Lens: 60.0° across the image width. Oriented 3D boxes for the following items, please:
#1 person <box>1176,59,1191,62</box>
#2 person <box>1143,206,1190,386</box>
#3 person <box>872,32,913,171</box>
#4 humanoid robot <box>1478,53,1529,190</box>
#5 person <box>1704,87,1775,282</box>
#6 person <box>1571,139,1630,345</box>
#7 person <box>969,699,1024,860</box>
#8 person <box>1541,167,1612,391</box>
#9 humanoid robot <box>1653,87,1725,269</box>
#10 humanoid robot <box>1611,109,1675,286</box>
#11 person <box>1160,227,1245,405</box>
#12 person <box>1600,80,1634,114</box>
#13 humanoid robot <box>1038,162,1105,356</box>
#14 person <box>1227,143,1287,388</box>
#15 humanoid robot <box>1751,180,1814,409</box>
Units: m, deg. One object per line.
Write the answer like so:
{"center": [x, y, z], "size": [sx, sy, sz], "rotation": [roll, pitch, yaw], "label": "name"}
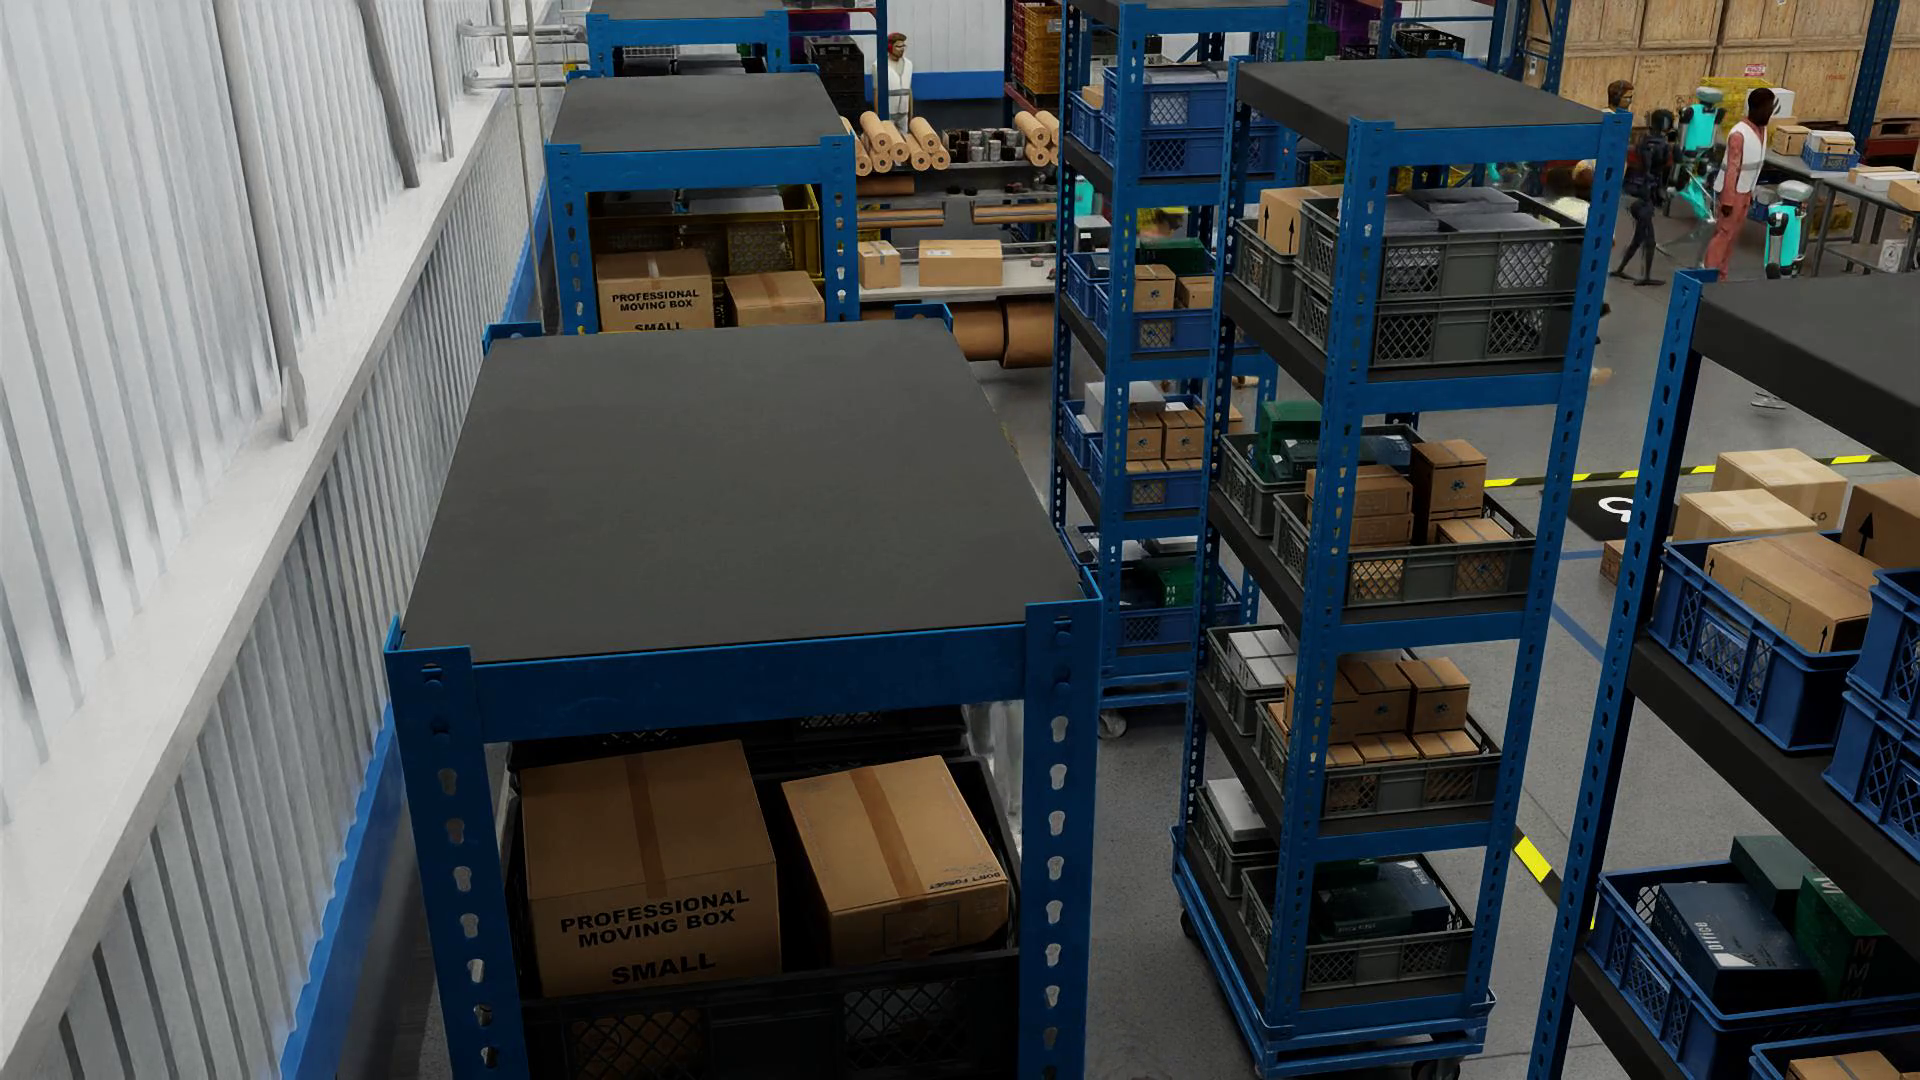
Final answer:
{"center": [2.275, -4.357, 18.048], "size": [0.569, 1.693, 0.692], "rotation": [12, 27, 24], "label": "person"}
{"center": [1.536, -1.722, 12.287], "size": [0.874, 1.722, 0.544], "rotation": [-9, 26, -20], "label": "person"}
{"center": [-0.764, -4.834, 18.935], "size": [0.564, 1.836, 0.387], "rotation": [-20, 31, -37], "label": "person"}
{"center": [5.846, -4.313, 17.921], "size": [0.540, 1.718, 0.978], "rotation": [-16, 29, -31], "label": "humanoid robot"}
{"center": [7.099, -3.168, 15.215], "size": [0.372, 1.914, 0.596], "rotation": [21, 32, 38], "label": "person"}
{"center": [5.287, -2.560, 13.867], "size": [0.545, 1.938, 0.373], "rotation": [-13, 28, -26], "label": "person"}
{"center": [0.159, 0.477, 7.413], "size": [0.533, 1.810, 0.993], "rotation": [-1, 25, -2], "label": "person"}
{"center": [4.752, -1.918, 12.638], "size": [0.949, 1.790, 0.656], "rotation": [-7, 26, -15], "label": "person"}
{"center": [7.209, -3.456, 16.104], "size": [0.581, 1.760, 1.061], "rotation": [-11, 27, -23], "label": "humanoid robot"}
{"center": [6.505, -3.222, 15.653], "size": [0.629, 1.644, 0.589], "rotation": [14, 28, 28], "label": "humanoid robot"}
{"center": [1.591, -1.125, 10.848], "size": [0.597, 1.850, 0.397], "rotation": [-5, 25, -10], "label": "person"}
{"center": [6.197, -3.501, 16.037], "size": [0.345, 1.837, 0.508], "rotation": [5, 25, 11], "label": "person"}
{"center": [0.856, -2.371, 13.720], "size": [0.543, 1.773, 0.805], "rotation": [-7, 26, -14], "label": "humanoid robot"}
{"center": [2.286, -2.212, 12.999], "size": [0.408, 2.038, 0.608], "rotation": [5, 25, 10], "label": "person"}
{"center": [6.217, -1.773, 12.234], "size": [0.735, 1.677, 0.533], "rotation": [17, 30, 33], "label": "humanoid robot"}
